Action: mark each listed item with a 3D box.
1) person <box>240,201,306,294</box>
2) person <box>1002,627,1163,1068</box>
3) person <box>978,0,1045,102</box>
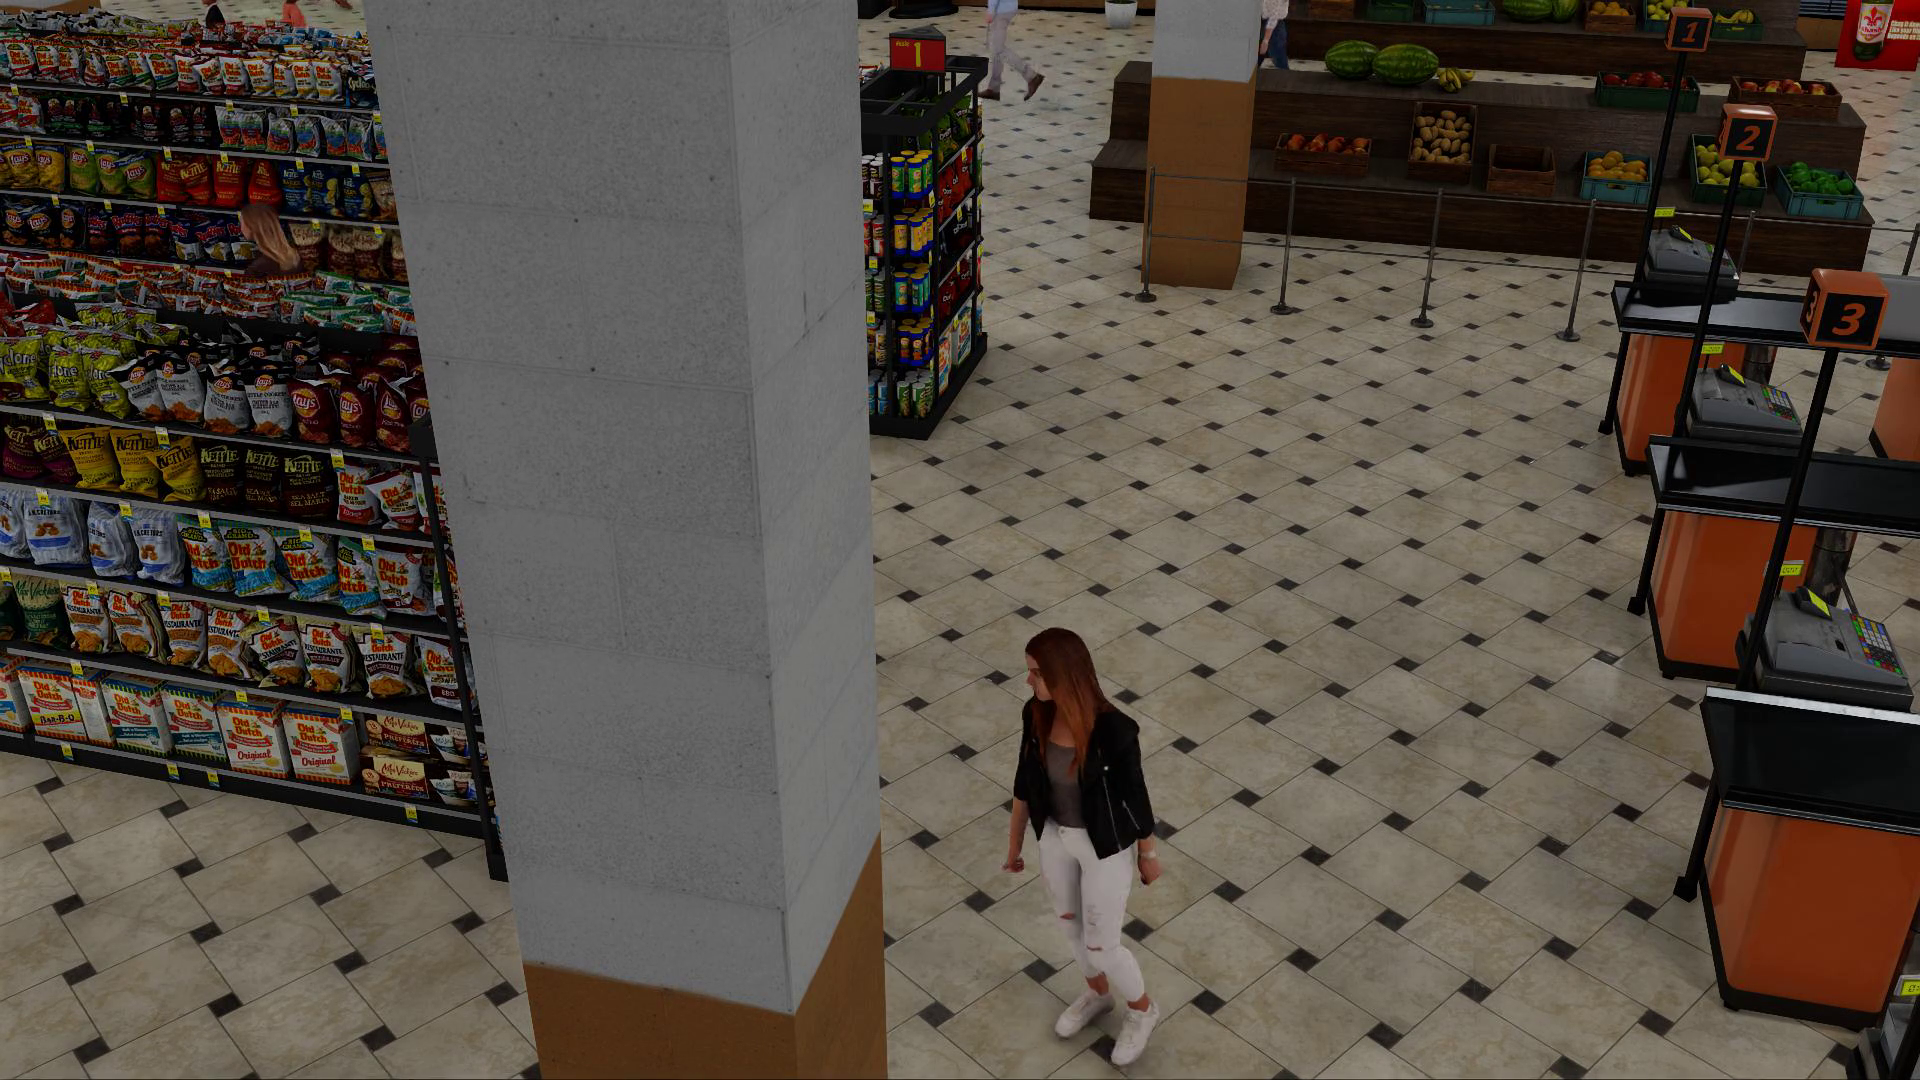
[{"bbox_3d":[-3.658,-1.015,9.232,1.115,1.667,0.700,3,29,6],"label":"person"},{"bbox_3d":[0.462,1.005,5.525,0.702,1.673,0.824,13,31,22],"label":"person"},{"bbox_3d":[0.513,-5.423,17.091,1.027,1.873,0.651,8,30,14],"label":"person"}]
